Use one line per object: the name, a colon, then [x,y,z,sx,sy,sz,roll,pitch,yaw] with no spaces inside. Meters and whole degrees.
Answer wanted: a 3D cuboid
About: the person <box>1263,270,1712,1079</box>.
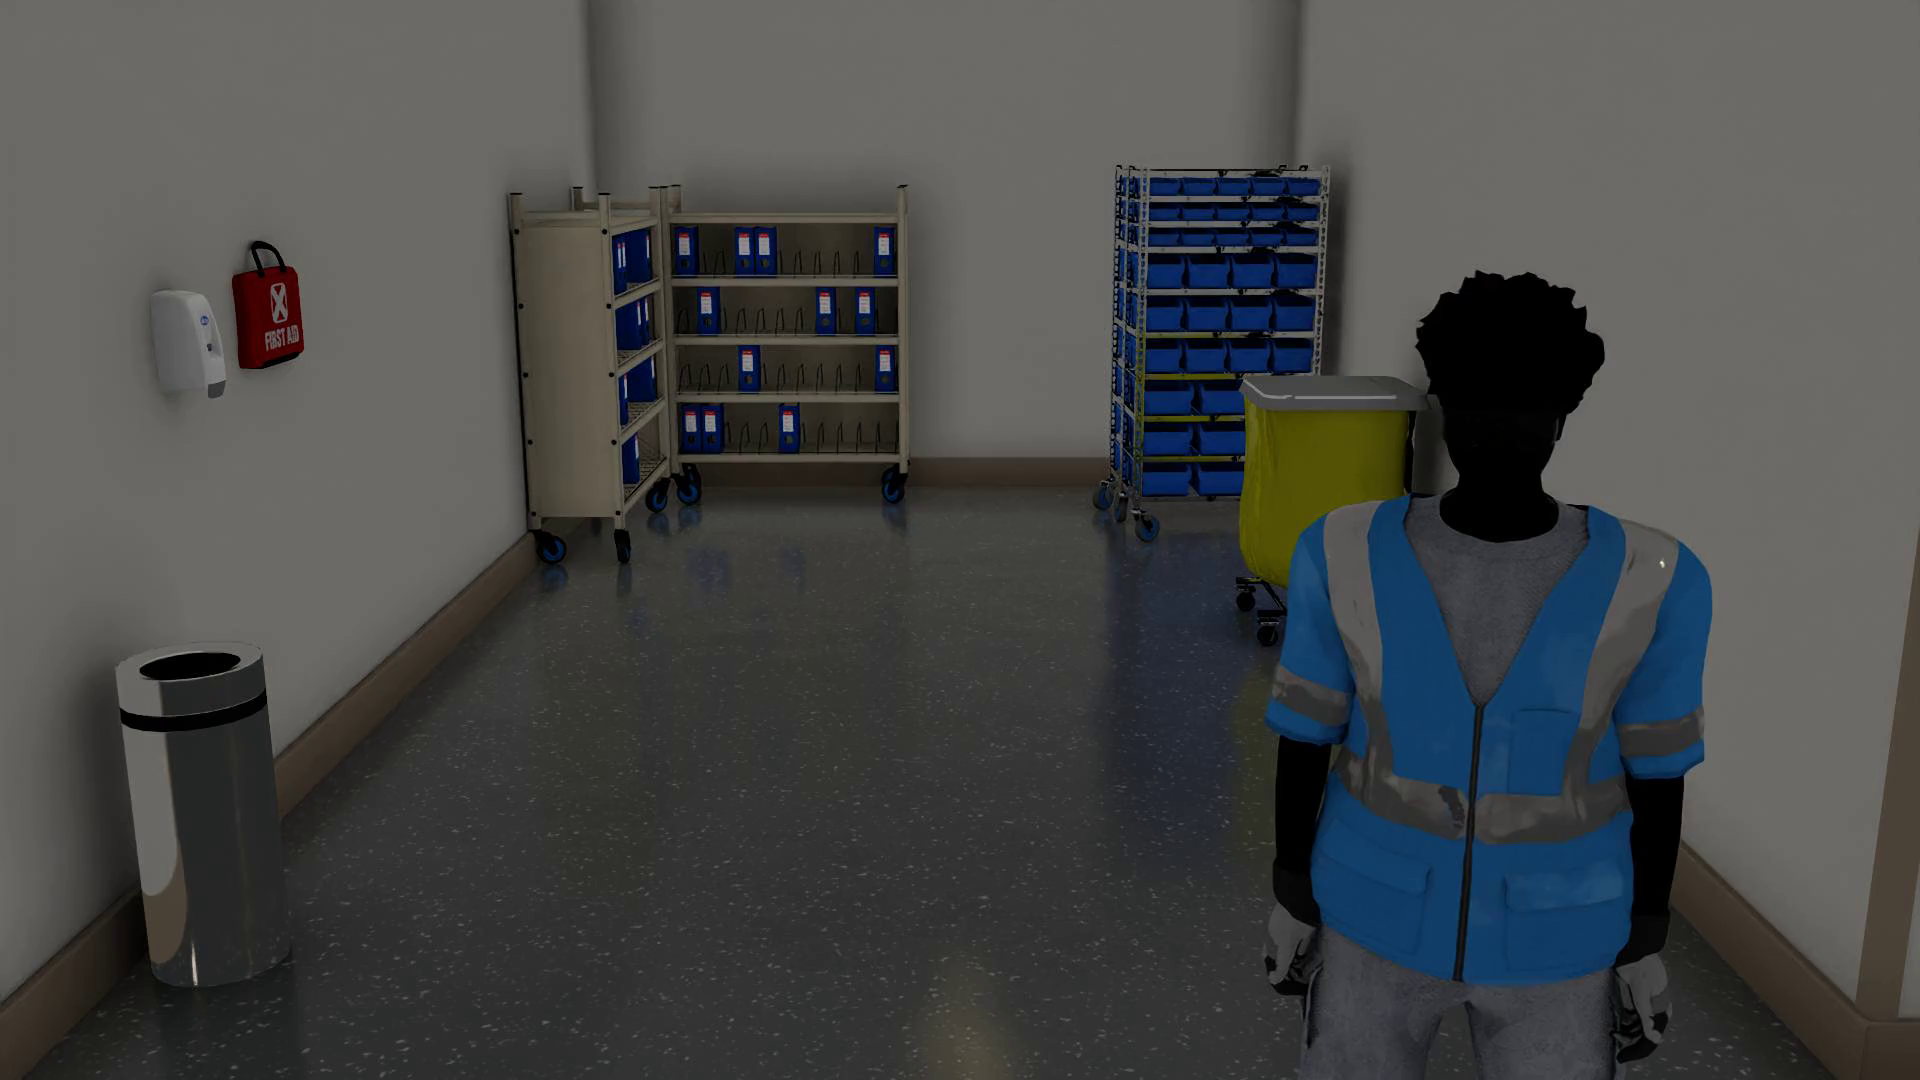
person: [0.654,0.505,2.163,0.541,1.696,0.315,4,14,18]
